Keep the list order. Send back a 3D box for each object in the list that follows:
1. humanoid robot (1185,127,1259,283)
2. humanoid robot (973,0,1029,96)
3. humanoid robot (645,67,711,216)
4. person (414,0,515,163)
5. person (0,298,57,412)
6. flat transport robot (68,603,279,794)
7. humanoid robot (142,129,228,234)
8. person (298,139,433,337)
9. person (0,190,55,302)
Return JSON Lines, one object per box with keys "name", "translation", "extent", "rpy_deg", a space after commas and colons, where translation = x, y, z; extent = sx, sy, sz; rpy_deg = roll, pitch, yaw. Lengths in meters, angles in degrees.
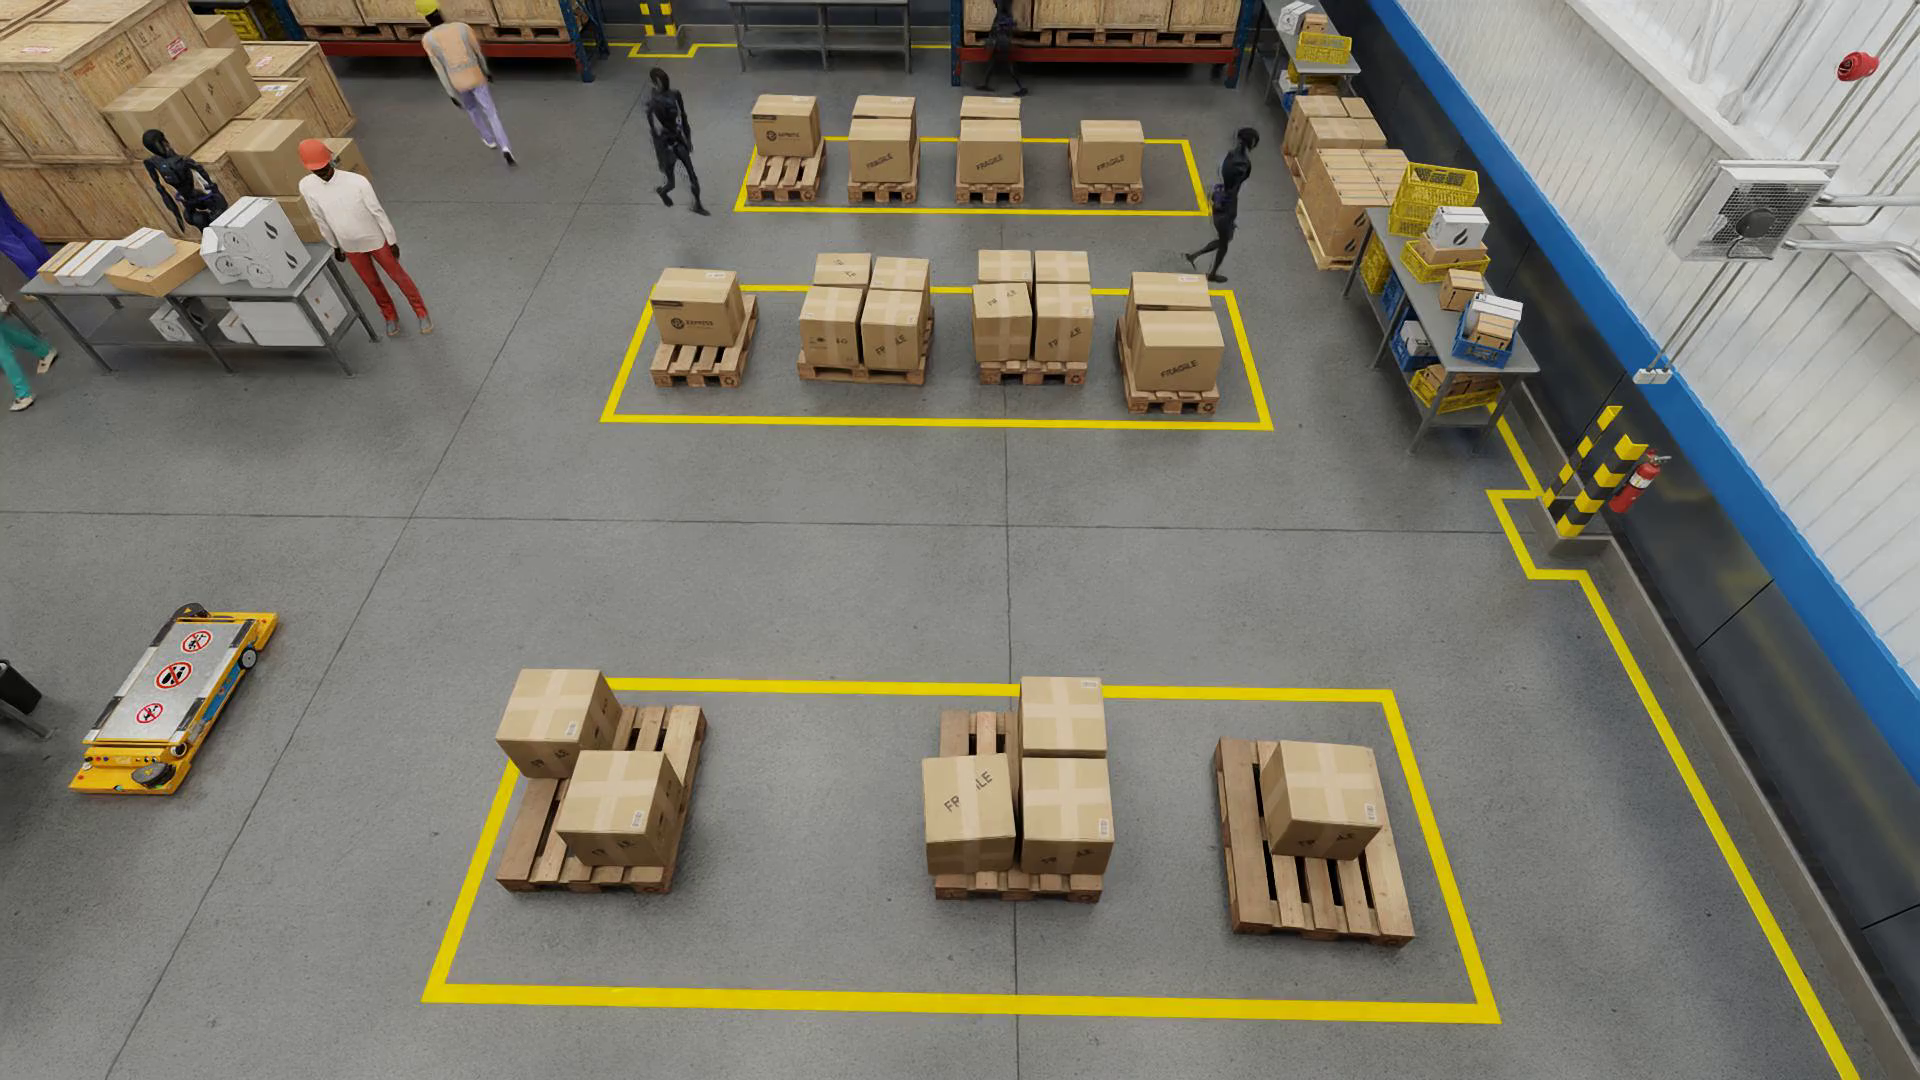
{"name": "humanoid robot", "translation": [2.678, -3.397, 9.317], "extent": [0.424, 1.635, 0.615], "rpy_deg": [4, 50, 4]}
{"name": "humanoid robot", "translation": [0.595, -6.752, 12.197], "extent": [0.764, 1.649, 0.591], "rpy_deg": [1, 50, 1]}
{"name": "humanoid robot", "translation": [-3.248, -4.426, 10.207], "extent": [0.605, 1.639, 0.570], "rpy_deg": [31, 56, 24]}
{"name": "person", "translation": [-5.895, -5.484, 10.951], "extent": [0.612, 1.879, 0.909], "rpy_deg": [-26, 54, -20]}
{"name": "person", "translation": [-8.835, -2.025, 8.135], "extent": [0.533, 1.708, 0.946], "rpy_deg": [-5, 50, -4]}
{"name": "flat transport robot", "translation": [-5.504, 1.072, 6.442], "extent": [0.652, 0.197, 1.431], "rpy_deg": [1, 50, 1]}
{"name": "humanoid robot", "translation": [-7.633, -3.312, 9.239], "extent": [0.599, 1.653, 0.331], "rpy_deg": [-4, 50, -3]}
{"name": "person", "translation": [-5.615, -2.797, 8.610], "extent": [0.615, 1.986, 0.395], "rpy_deg": [-7, 50, -6]}
{"name": "person", "translation": [-9.767, -3.335, 9.029], "extent": [0.538, 2.000, 0.681], "rpy_deg": [-17, 52, -14]}
